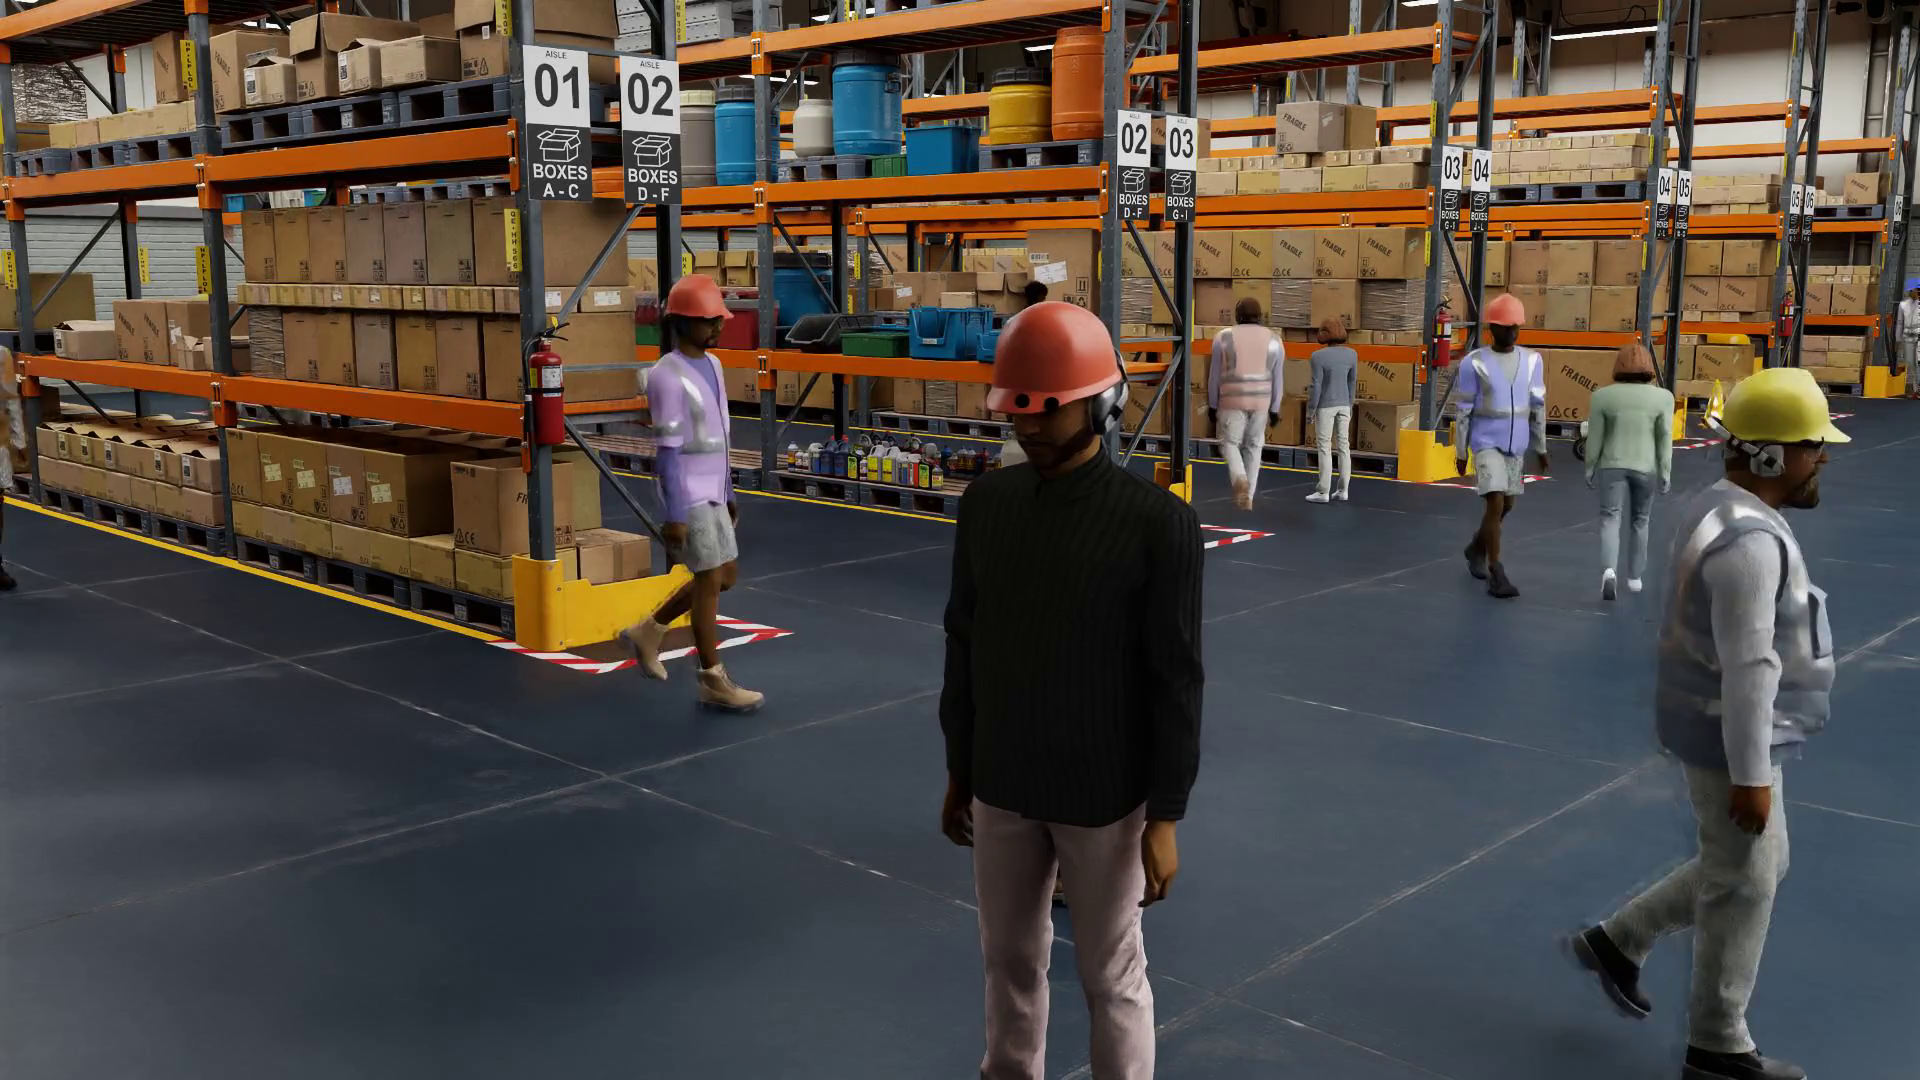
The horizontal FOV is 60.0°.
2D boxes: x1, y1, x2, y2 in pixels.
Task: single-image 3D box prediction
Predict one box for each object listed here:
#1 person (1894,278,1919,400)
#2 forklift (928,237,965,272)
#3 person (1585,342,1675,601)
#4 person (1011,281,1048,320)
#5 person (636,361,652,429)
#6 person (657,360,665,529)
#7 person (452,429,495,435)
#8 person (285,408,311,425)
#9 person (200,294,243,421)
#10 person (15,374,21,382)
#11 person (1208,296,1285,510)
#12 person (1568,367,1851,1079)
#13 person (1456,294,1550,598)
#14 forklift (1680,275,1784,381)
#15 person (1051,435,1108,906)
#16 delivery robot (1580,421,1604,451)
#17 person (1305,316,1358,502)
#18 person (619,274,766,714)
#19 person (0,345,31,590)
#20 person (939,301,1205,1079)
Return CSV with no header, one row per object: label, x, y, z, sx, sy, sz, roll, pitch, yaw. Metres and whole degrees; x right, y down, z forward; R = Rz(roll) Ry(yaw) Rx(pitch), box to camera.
person,15.022,-3.149,26.101,0.575,1.911,0.626,-4,10,-25
forklift,-0.326,-5.817,39.609,1.129,2.768,1.873,9,13,43
person,4.169,-0.430,10.390,0.506,1.608,0.773,4,10,21
person,0.734,-1.672,17.072,0.877,1.947,0.619,9,13,43
person,-3.936,-2.187,21.166,0.575,1.588,0.890,-7,12,-38
person,-2.175,-0.899,13.111,0.514,1.645,0.307,-9,13,-43
person,-3.995,-1.161,13.642,0.395,1.991,0.632,8,12,41
person,-7.611,-1.973,19.174,0.415,1.818,0.594,4,10,21
person,-7.958,-1.736,17.734,0.514,1.809,0.602,5,10,27
person,-13.882,-2.808,24.121,0.328,1.872,0.513,7,12,37
person,2.420,-1.142,14.053,0.633,1.827,0.673,-1,9,-5
person,1.899,0.475,4.175,0.501,1.819,0.597,4,10,23
person,3.434,-0.633,10.710,0.543,1.906,0.908,-2,9,-11
forklift,12.480,-3.427,27.053,1.214,2.155,2.313,9,13,43
person,0.333,0.254,5.448,0.332,1.842,0.507,2,10,15
delivery robot,7.029,-1.145,17.792,0.477,0.478,0.707,-8,12,-41
person,3.275,-1.150,14.678,0.497,1.633,0.286,-5,10,-27
person,-1.265,-0.216,7.735,0.687,2.028,0.629,2,10,13
person,-6.255,-0.631,10.625,0.395,1.925,0.547,6,11,31
person,0.198,0.508,3.434,0.609,1.986,0.390,7,11,36
